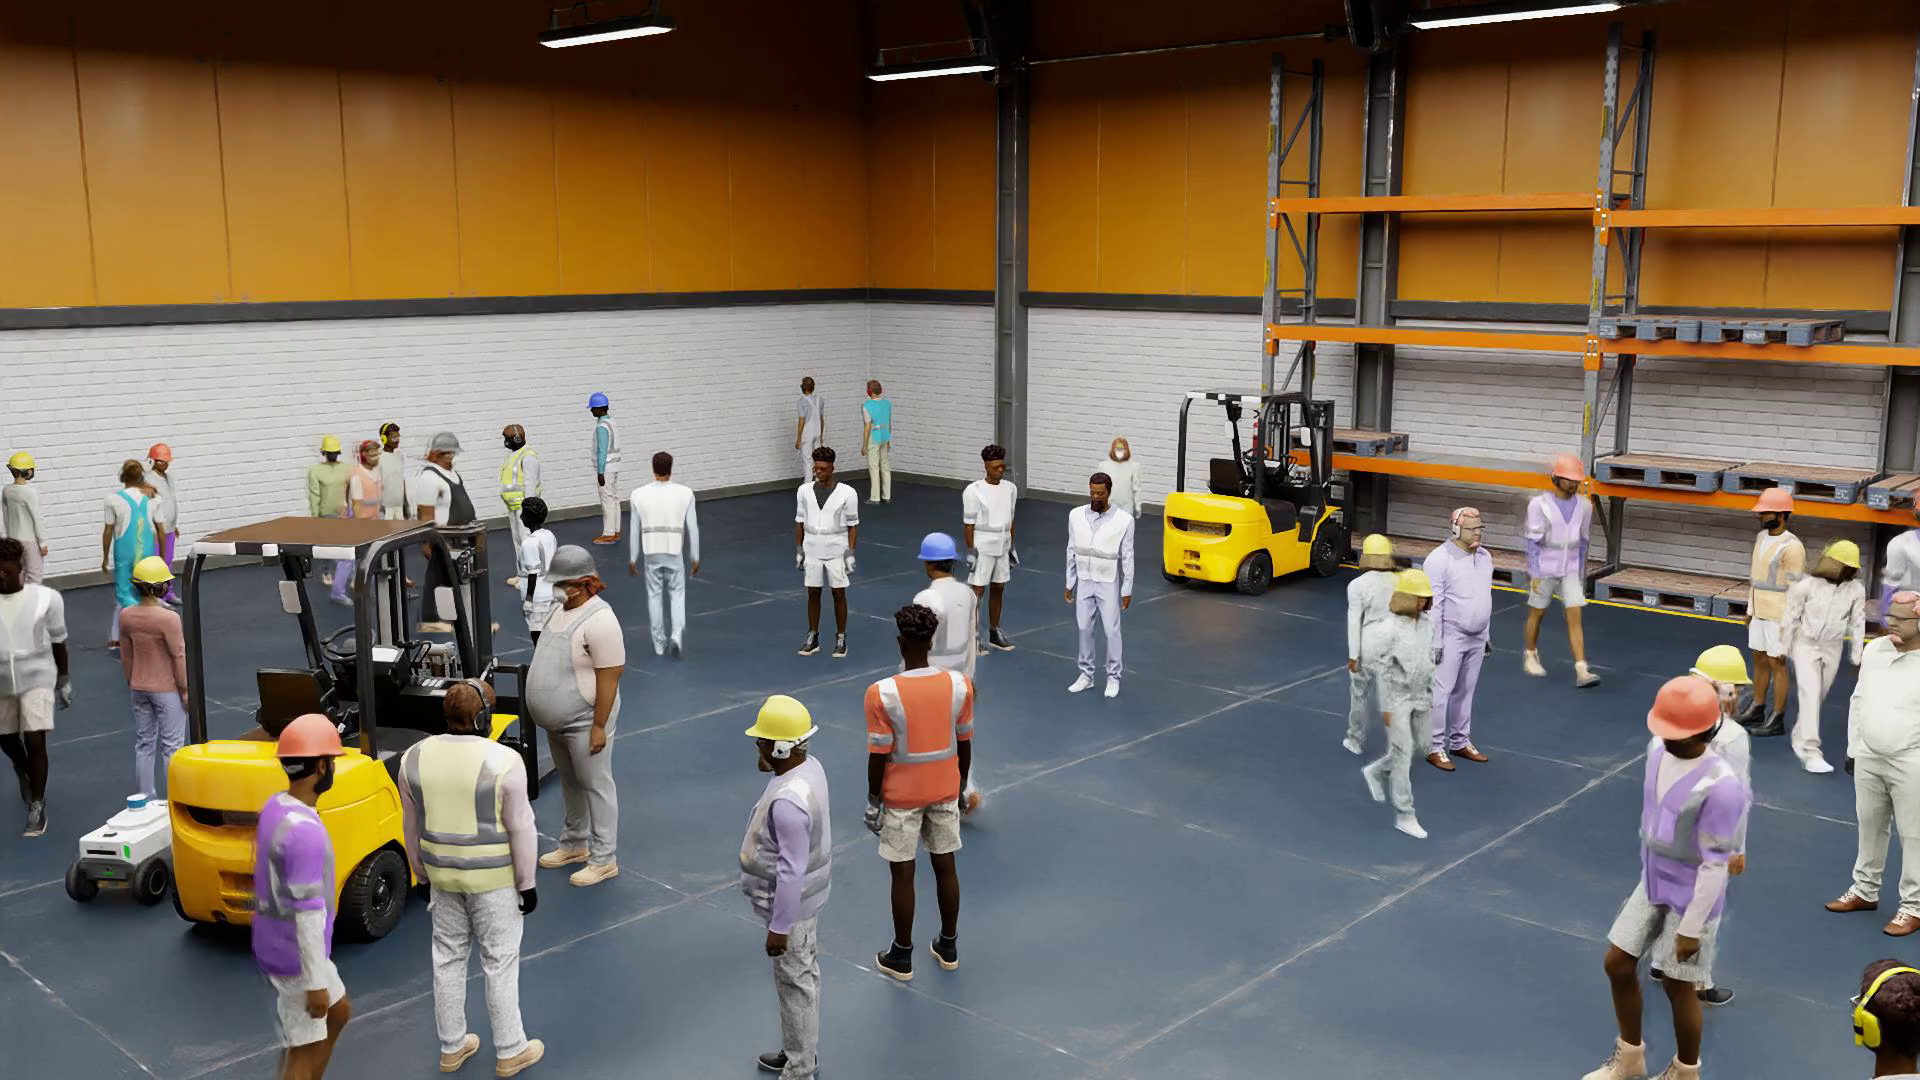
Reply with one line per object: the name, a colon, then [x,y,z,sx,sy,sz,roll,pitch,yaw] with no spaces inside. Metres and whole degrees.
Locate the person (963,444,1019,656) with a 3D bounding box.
person: [0.294,0.080,15.499,0.608,1.966,0.372,-8,13,-37]

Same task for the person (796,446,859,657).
person: [-1.240,0.105,15.356,0.603,1.966,0.368,3,10,14]

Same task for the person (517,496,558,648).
person: [-3.556,0.476,14.014,0.315,1.696,0.541,1,10,5]

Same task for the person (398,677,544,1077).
person: [-2.207,1.531,7.591,0.629,1.842,0.429,2,10,14]

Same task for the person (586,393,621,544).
person: [-4.541,-0.916,21.258,0.416,1.939,0.604,0,10,0]

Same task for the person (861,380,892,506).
person: [-1.211,-1.422,24.402,0.381,1.841,0.566,9,13,40]

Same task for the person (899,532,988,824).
person: [-0.132,0.903,10.939,0.820,1.922,0.616,7,12,34]

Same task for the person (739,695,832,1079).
person: [-0.768,1.577,7.356,0.404,1.833,0.590,0,10,0]

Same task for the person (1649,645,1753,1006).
person: [3.705,1.418,8.307,0.403,1.821,0.600,-3,10,-14]

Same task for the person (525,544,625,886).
person: [-2.308,1.025,9.909,0.538,2.000,0.683,-8,13,-39]

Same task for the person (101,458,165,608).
person: [-7.693,0.152,15.515,0.701,1.827,0.539,8,13,38]

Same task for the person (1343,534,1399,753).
person: [3.077,0.816,12.126,0.503,1.683,0.854,-1,10,-5]

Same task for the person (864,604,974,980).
person: [-0.217,1.293,8.594,0.604,1.966,0.367,-5,11,-26]

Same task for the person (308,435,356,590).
person: [-6.934,-0.311,18.449,0.536,1.731,0.861,-6,11,-30]

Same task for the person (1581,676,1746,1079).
person: [3.004,1.528,7.171,0.666,1.995,0.690,-1,10,-8]

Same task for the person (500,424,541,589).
person: [-4.891,-0.381,18.523,0.429,1.832,0.638,-7,12,-35]

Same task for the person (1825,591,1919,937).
person: [5.171,1.217,9.194,0.408,1.906,0.652,-4,11,-22]

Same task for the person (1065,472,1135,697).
person: [1.188,0.366,14.042,0.594,1.913,0.383,5,11,28]

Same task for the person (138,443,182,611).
person: [-8.326,-0.144,17.392,0.339,1.748,0.564,0,10,1]

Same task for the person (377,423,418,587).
person: [-6.258,-0.364,18.346,0.332,1.861,0.505,4,11,21]

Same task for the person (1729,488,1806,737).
person: [6.255,0.556,12.867,0.373,1.939,0.545,-1,10,-4]

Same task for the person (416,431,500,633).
person: [-4.888,-0.077,16.182,0.919,2.000,0.695,-1,10,-4]

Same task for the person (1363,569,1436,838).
person: [2.873,1.022,10.818,0.502,1.729,0.636,-6,12,-31]

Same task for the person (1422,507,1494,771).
person: [3.647,0.707,12.100,0.642,1.908,0.410,-7,12,-33]

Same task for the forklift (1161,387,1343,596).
forklift: [3.298,-0.608,18.767,1.214,2.155,2.313,9,13,42]

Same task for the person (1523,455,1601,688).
person: [5.188,0.274,14.316,0.618,1.991,1.031,-1,10,-6]

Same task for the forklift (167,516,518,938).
forklift: [-3.583,0.976,9.748,1.214,2.155,2.313,2,10,11]

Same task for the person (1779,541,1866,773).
person: [6.238,0.825,12.023,0.508,1.692,0.883,1,10,4]

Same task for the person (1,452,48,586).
person: [-9.234,0.008,16.480,0.528,1.768,0.313,5,11,25]

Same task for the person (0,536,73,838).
person: [-6.176,0.903,10.920,0.612,1.937,0.907,-4,11,-20]

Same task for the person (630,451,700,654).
person: [-2.735,0.136,15.390,0.645,1.896,0.512,-2,10,-9]

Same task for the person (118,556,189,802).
person: [-5.258,0.982,10.936,0.523,1.769,0.314,4,11,20]

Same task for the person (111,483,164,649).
person: [-7.696,0.251,15.622,0.654,1.584,0.551,-6,12,-32]

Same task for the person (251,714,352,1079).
person: [-2.661,1.657,6.723,0.519,1.907,0.620,-6,12,-32]

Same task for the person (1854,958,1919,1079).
person: [2.497,2.055,4.564,0.505,1.864,0.331,-1,10,-8]

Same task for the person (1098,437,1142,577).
person: [1.831,-0.370,19.045,0.505,1.620,0.345,0,10,3]

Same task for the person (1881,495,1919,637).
person: [7.255,0.566,12.579,0.629,2.024,0.648,-1,10,-4]

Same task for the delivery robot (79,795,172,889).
delivery robot: [-4.827,1.742,9.785,0.477,0.478,0.707,1,10,8]

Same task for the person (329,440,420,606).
person: [-6.203,-0.158,17.397,1.011,1.779,0.573,1,10,8]

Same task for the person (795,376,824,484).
person: [-2.269,-1.544,25.090,0.344,1.847,0.505,9,14,43]
